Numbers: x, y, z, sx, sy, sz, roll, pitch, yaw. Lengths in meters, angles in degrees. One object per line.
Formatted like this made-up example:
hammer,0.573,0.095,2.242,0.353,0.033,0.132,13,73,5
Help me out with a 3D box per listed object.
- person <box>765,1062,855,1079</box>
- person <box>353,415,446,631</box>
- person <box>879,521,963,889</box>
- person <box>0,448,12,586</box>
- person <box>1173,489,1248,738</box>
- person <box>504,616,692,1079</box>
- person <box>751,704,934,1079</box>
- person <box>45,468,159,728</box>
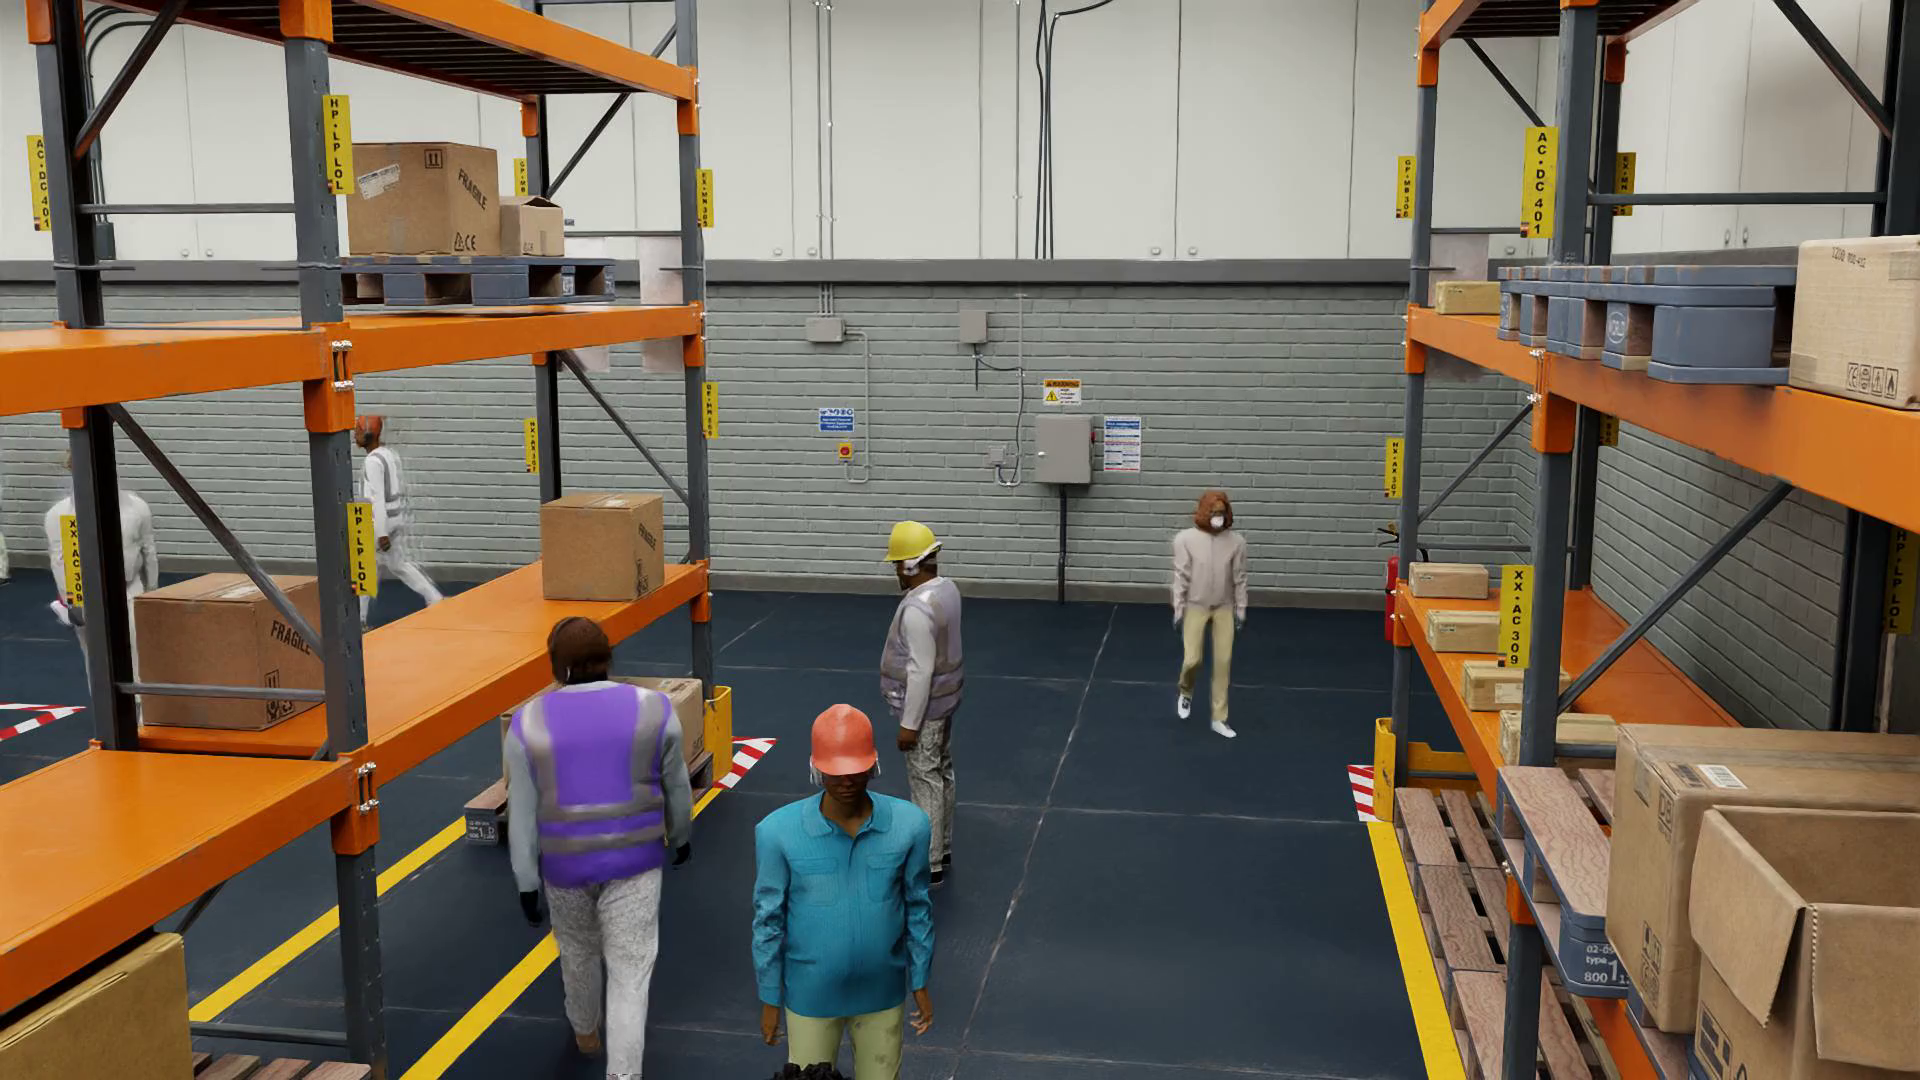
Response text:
person,-0.268,1.723,2.929,0.316,1.696,0.540,3,10,18
person,-4.802,-0.141,13.980,0.937,1.849,0.589,-1,9,-6
person,-0.194,0.808,8.190,0.404,1.822,0.586,2,9,14
person,-9.441,-0.414,15.973,0.577,1.737,0.354,4,10,23
person,1.633,0.466,10.900,0.522,1.619,0.449,-2,9,-10
person,-1.317,1.154,6.147,0.648,1.788,0.930,-2,9,-9
person,-0.346,1.348,5.062,0.571,1.751,0.329,-3,10,-15
person,-5.537,0.369,10.817,0.641,1.845,1.053,-6,11,-33
